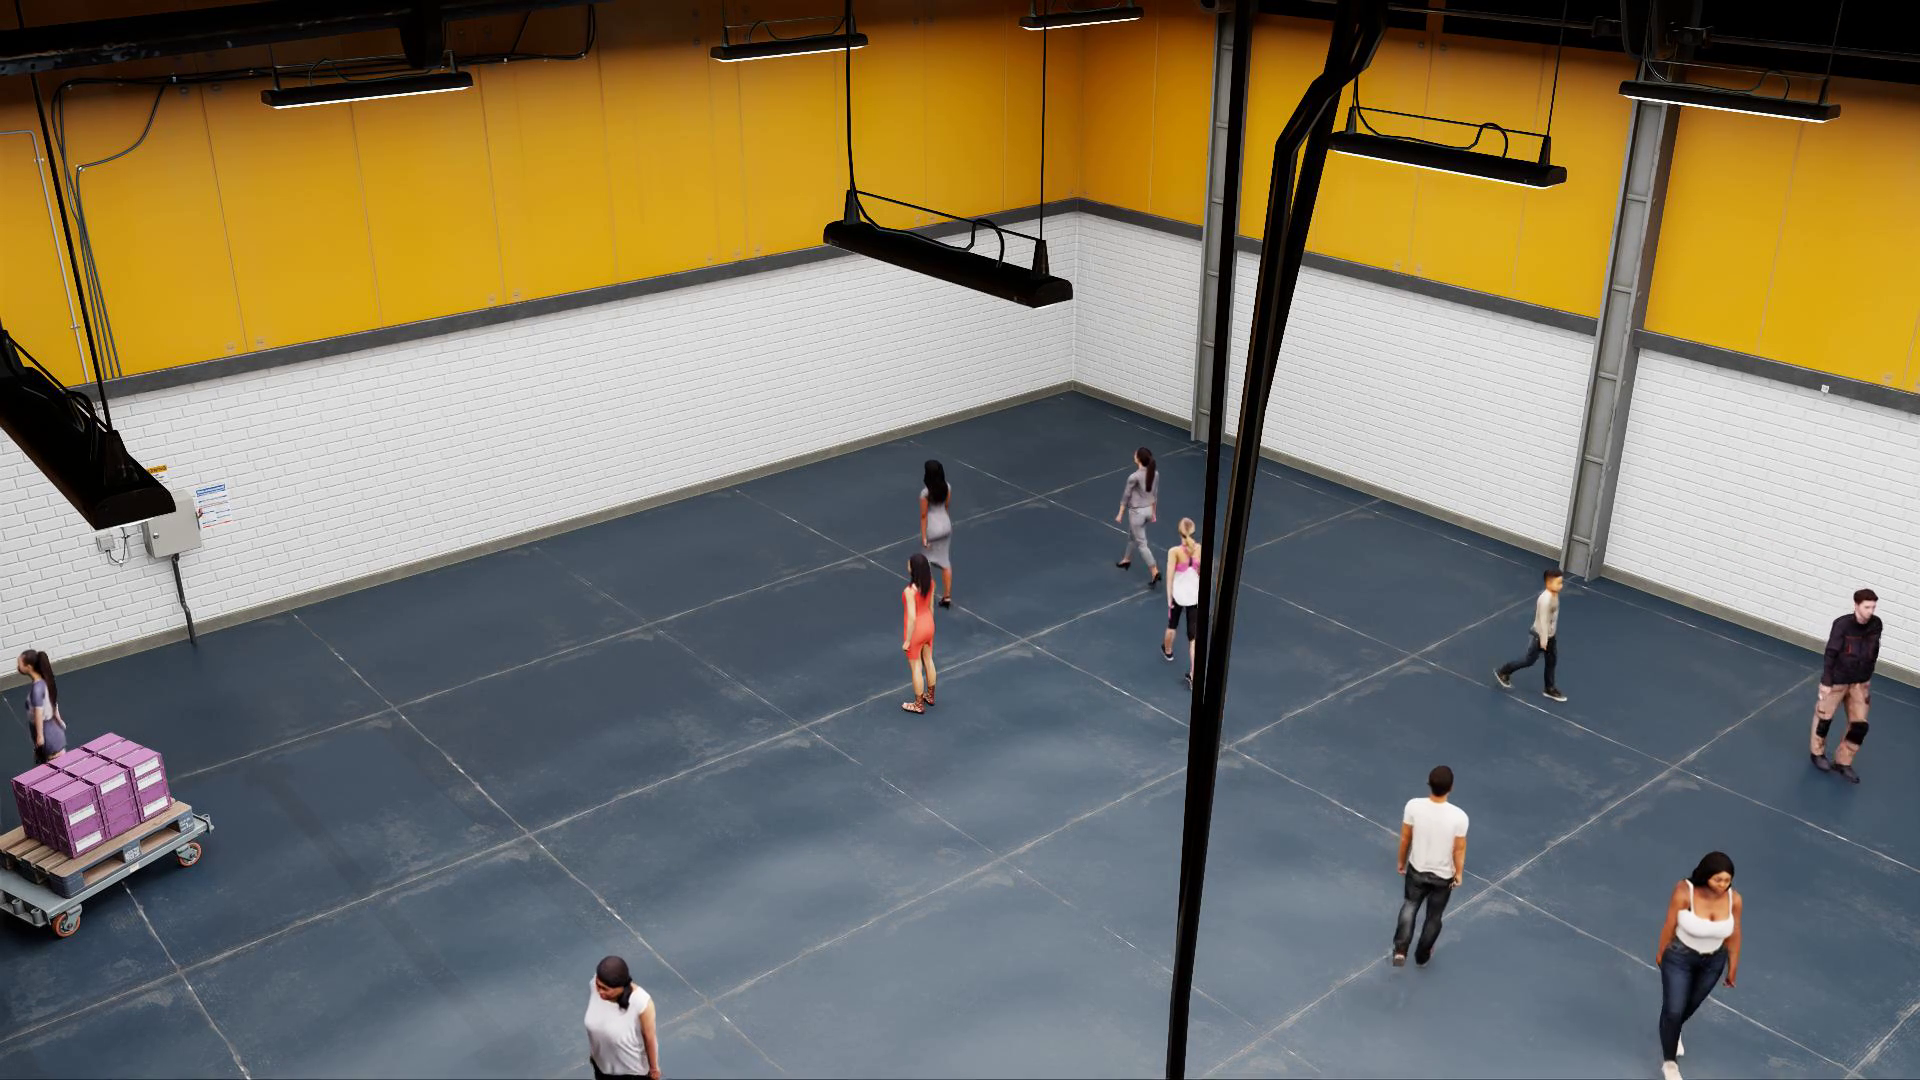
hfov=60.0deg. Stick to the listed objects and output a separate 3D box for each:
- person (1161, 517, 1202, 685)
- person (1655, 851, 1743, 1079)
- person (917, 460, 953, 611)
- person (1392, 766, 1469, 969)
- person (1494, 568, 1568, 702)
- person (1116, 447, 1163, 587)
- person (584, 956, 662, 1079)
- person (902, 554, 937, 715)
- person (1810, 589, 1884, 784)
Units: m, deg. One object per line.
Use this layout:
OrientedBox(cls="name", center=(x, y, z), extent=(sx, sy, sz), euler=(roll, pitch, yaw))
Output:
OrientedBox(cls="person", center=(2.372, 0.662, 17.228), extent=(0.979, 1.743, 1.216), euler=(-4, 24, -10))
OrientedBox(cls="person", center=(5.242, 2.959, 11.927), extent=(1.024, 1.781, 1.079), euler=(3, 24, 6))
OrientedBox(cls="person", center=(-0.210, -0.031, 18.789), extent=(0.664, 1.764, 0.787), euler=(-13, 27, -27))
OrientedBox(cls="person", center=(3.599, 2.574, 12.792), extent=(0.879, 1.793, 0.871), euler=(13, 27, 27))
OrientedBox(cls="person", center=(5.864, 0.949, 16.953), extent=(1.007, 1.438, 0.677), euler=(17, 29, 34))
OrientedBox(cls="person", center=(2.147, -0.236, 19.412), extent=(0.605, 1.639, 1.052), euler=(-18, 30, -36))
OrientedBox(cls="person", center=(-2.234, 3.420, 10.995), extent=(0.771, 1.683, 0.954), euler=(13, 27, 27))
OrientedBox(cls="person", center=(-0.407, 0.926, 16.655), extent=(0.588, 1.719, 0.641), euler=(16, 28, 32))
OrientedBox(cls="person", center=(8.259, 1.280, 15.608), extent=(0.937, 1.908, 1.000), euler=(-1, 24, -3))
